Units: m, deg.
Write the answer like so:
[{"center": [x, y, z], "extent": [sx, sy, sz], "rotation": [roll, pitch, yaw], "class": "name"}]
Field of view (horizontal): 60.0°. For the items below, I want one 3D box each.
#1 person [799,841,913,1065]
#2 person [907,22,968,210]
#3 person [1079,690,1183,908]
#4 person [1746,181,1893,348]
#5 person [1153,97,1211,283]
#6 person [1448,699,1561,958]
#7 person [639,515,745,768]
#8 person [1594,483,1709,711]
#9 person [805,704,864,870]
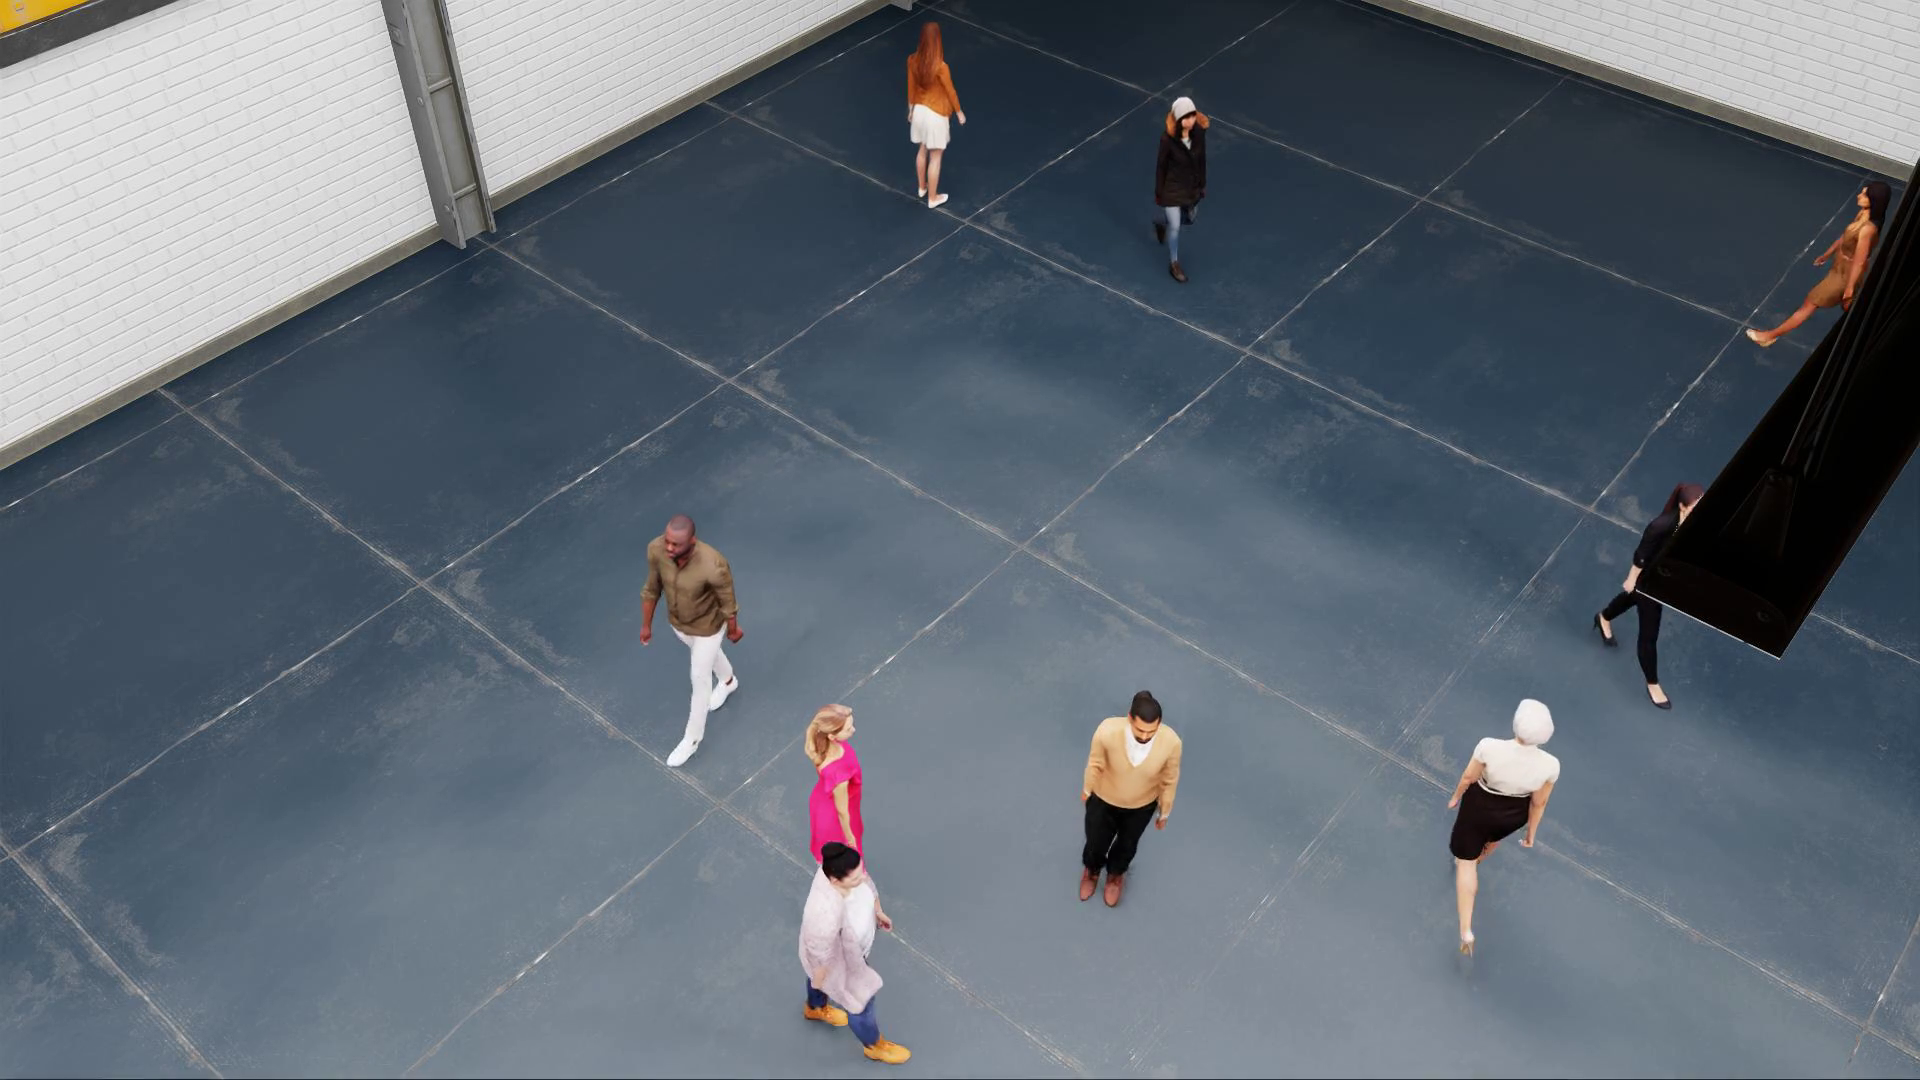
[{"center": [-0.717, 2.063, 8.588], "extent": [0.984, 1.720, 0.964], "rotation": [5, 44, 6], "class": "person"}, {"center": [-0.270, -3.702, 14.647], "extent": [0.613, 1.710, 0.609], "rotation": [28, 50, 26], "class": "person"}, {"center": [0.935, 1.375, 9.298], "extent": [0.778, 1.737, 0.795], "rotation": [7, 44, 8], "class": "person"}, {"center": [6.973, -2.011, 12.922], "extent": [0.776, 1.641, 1.056], "rotation": [20, 47, 20], "class": "person"}, {"center": [1.820, -2.997, 13.971], "extent": [0.917, 1.622, 0.868], "rotation": [-20, 47, -19], "class": "person"}, {"center": [2.913, 1.575, 9.098], "extent": [0.958, 1.723, 1.167], "rotation": [7, 44, 8], "class": "person"}, {"center": [-1.571, 0.446, 10.236], "extent": [0.828, 1.788, 1.121], "rotation": [24, 49, 23], "class": "person"}, {"center": [4.399, 0.207, 10.620], "extent": [1.124, 1.605, 1.016], "rotation": [-15, 46, -15], "class": "person"}, {"center": [-0.700, 1.508, 9.166], "extent": [0.689, 1.726, 0.661], "rotation": [-13, 45, -13], "class": "person"}]
